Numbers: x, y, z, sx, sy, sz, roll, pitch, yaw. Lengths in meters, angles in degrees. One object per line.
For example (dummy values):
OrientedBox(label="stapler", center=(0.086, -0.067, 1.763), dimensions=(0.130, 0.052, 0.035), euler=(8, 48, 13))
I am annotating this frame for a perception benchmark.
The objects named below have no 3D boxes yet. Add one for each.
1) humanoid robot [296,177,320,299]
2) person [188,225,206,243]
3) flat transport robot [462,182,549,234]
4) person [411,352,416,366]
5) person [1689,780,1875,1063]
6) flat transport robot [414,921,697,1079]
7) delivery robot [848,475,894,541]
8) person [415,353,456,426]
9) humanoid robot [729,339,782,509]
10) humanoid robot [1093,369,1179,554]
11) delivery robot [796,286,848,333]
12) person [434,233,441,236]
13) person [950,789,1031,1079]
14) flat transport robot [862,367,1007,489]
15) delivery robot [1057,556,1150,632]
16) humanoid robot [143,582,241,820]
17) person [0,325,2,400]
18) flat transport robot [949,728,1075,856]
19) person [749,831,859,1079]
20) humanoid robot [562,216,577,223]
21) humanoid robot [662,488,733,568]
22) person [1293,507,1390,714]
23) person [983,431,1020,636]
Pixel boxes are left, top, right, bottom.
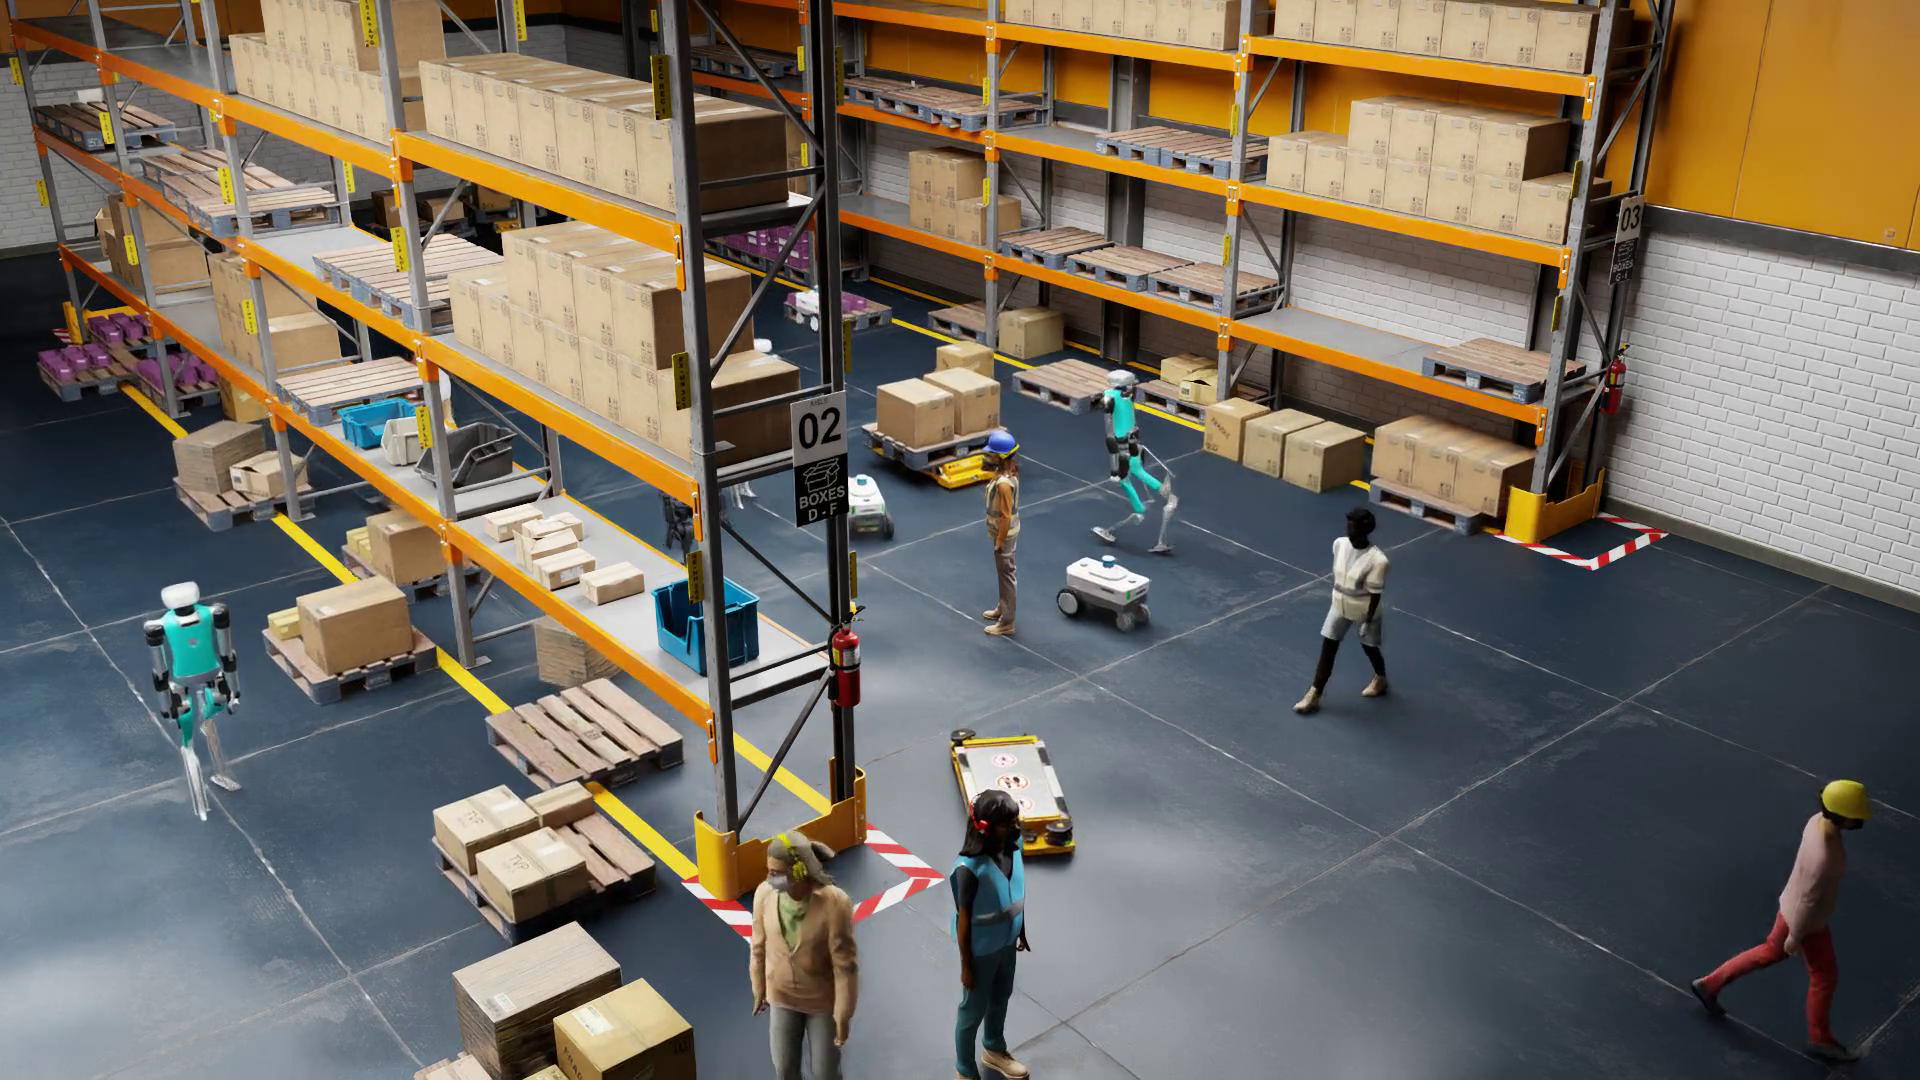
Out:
OrientedBox(label="humanoid robot", center=(-9.482, -4.209, 23.591), dimensions=(0.897, 1.814, 0.558), euler=(-8, 24, -17))
OrientedBox(label="person", center=(-12.625, -5.594, 26.564), dimensions=(0.873, 1.885, 0.546), euler=(-2, 23, -4))
OrientedBox(label="flat transport robot", center=(-7.723, -5.444, 28.249), dimensions=(0.659, 0.231, 1.431), euler=(-12, 26, -25))
OrientedBox(label="person", center=(-6.460, -2.608, 19.817), dimensions=(0.406, 1.754, 0.494), euler=(8, 25, 17))
OrientedBox(label="person", center=(4.590, 2.025, 9.107), dimensions=(0.836, 1.728, 0.520), euler=(9, 25, 20))
OrientedBox(label="flat transport robot", center=(-2.079, 3.096, 8.474), dimensions=(1.431, 0.231, 0.659), euler=(-18, 29, -36))
OrientedBox(label="delivery robot", center=(-0.939, -0.339, 16.050), dimensions=(0.499, 0.580, 0.766), euler=(-5, 24, -11))
OrientedBox(label="person", center=(-5.495, -1.533, 17.322), dimensions=(0.344, 1.746, 0.572), euler=(4, 24, 8))
OrientedBox(label="humanoid robot", center=(-2.157, -1.179, 16.501), dimensions=(0.789, 1.752, 0.539), euler=(18, 29, 35))
OrientedBox(label="humanoid robot", center=(1.724, -0.669, 15.379), dimensions=(0.968, 1.765, 0.545), euler=(14, 27, 29))
OrientedBox(label="delivery robot", center=(-1.901, -3.131, 22.558), dimensions=(0.499, 0.614, 0.817), euler=(-18, 29, -36))
OrientedBox(label="person", center=(-6.461, -3.040, 20.923), dimensions=(0.459, 1.659, 0.270), euler=(16, 28, 33))
OrientedBox(label="person", center=(0.150, 2.121, 8.735), dimensions=(0.390, 1.860, 0.506), euler=(20, 30, 38))
OrientedBox(label="flat transport robot", center=(-0.268, -0.896, 17.719), dimensions=(0.659, 0.231, 1.431), euler=(-16, 28, -33))
OrientedBox(label="delivery robot", center=(1.245, 0.420, 14.311), dimensions=(0.770, 0.595, 0.499), euler=(19, 30, 37))
OrientedBox(label="humanoid robot", center=(-5.276, 1.032, 11.427), dimensions=(0.531, 1.786, 0.864), euler=(-17, 29, -34))
OrientedBox(label="person", center=(-11.810, -2.626, 19.706), dimensions=(0.955, 1.863, 0.644), euler=(15, 28, 31))
OrientedBox(label="flat transport robot", center=(0.344, 1.743, 11.607), dimensions=(0.659, 0.231, 1.431), euler=(-3, 24, -7))
OrientedBox(label="person", center=(-0.781, 2.285, 8.357), dimensions=(0.593, 1.848, 0.554), euler=(6, 24, 13))
OrientedBox(label="humanoid robot", center=(-5.064, -3.441, 21.817), dimensions=(0.599, 1.657, 0.315), euler=(18, 29, 35))
OrientedBox(label="humanoid robot", center=(-2.261, -0.180, 14.287), dimensions=(0.600, 1.654, 0.338), euler=(-14, 27, -29))
OrientedBox(label="person", center=(3.010, 0.519, 12.697), dimensions=(0.883, 1.650, 0.537), euler=(-18, 29, -35))
OrientedBox(label="person", center=(0.345, -0.064, 13.889), dimensions=(0.310, 1.778, 0.462), euler=(0, 23, 1))
